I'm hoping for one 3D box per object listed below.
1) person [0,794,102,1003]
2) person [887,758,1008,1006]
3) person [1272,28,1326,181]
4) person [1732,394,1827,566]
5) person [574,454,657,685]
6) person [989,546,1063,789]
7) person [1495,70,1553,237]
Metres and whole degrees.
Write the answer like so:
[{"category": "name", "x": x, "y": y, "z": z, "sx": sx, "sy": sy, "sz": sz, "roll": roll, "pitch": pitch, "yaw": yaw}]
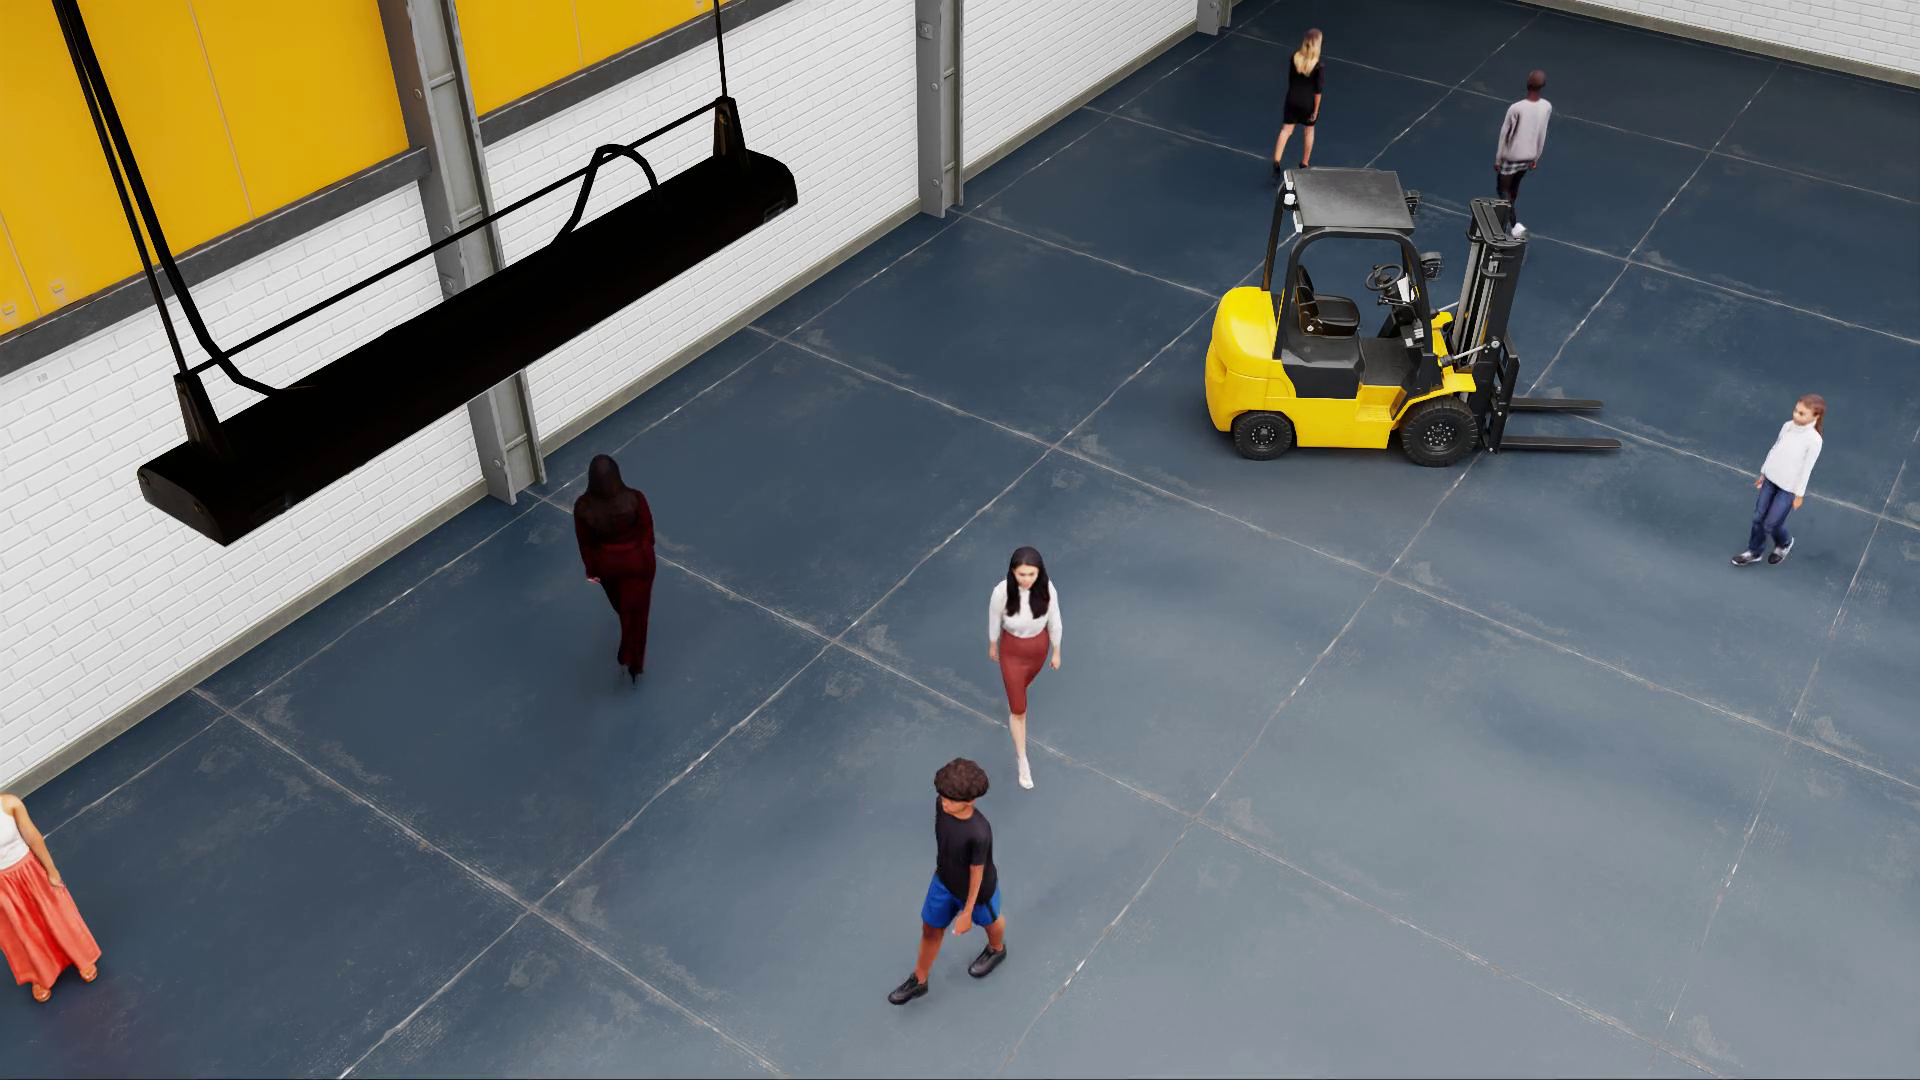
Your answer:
[{"category": "person", "x": -5.300, "y": 1.887, "z": 9.307, "sx": 0.653, "sy": 1.799, "sz": 0.769, "roll": -22, "pitch": 43, "yaw": -25}, {"category": "person", "x": 0.103, "y": 1.870, "z": 9.361, "sx": 1.095, "sy": 1.758, "sz": 0.771, "roll": -31, "pitch": 48, "yaw": -33}, {"category": "person", "x": 3.542, "y": -4.547, "z": 17.477, "sx": 0.575, "sy": 1.657, "sz": 0.895, "roll": 24, "pitch": 44, "yaw": 27}, {"category": "person", "x": 6.212, "y": -0.433, "z": 12.416, "sx": 0.777, "sy": 1.544, "sz": 0.702, "roll": -14, "pitch": 41, "yaw": -17}, {"category": "person", "x": -2.327, "y": 0.231, "z": 11.458, "sx": 1.097, "sy": 1.702, "sz": 1.228, "roll": -2, "pitch": 39, "yaw": -3}, {"category": "person", "x": 0.414, "y": 0.705, "z": 10.862, "sx": 1.049, "sy": 1.706, "sz": 1.131, "roll": -4, "pitch": 39, "yaw": -5}, {"category": "person", "x": 5.532, "y": -3.730, "z": 16.379, "sx": 1.039, "sy": 1.751, "sz": 1.100, "roll": -6, "pitch": 39, "yaw": -7}]
